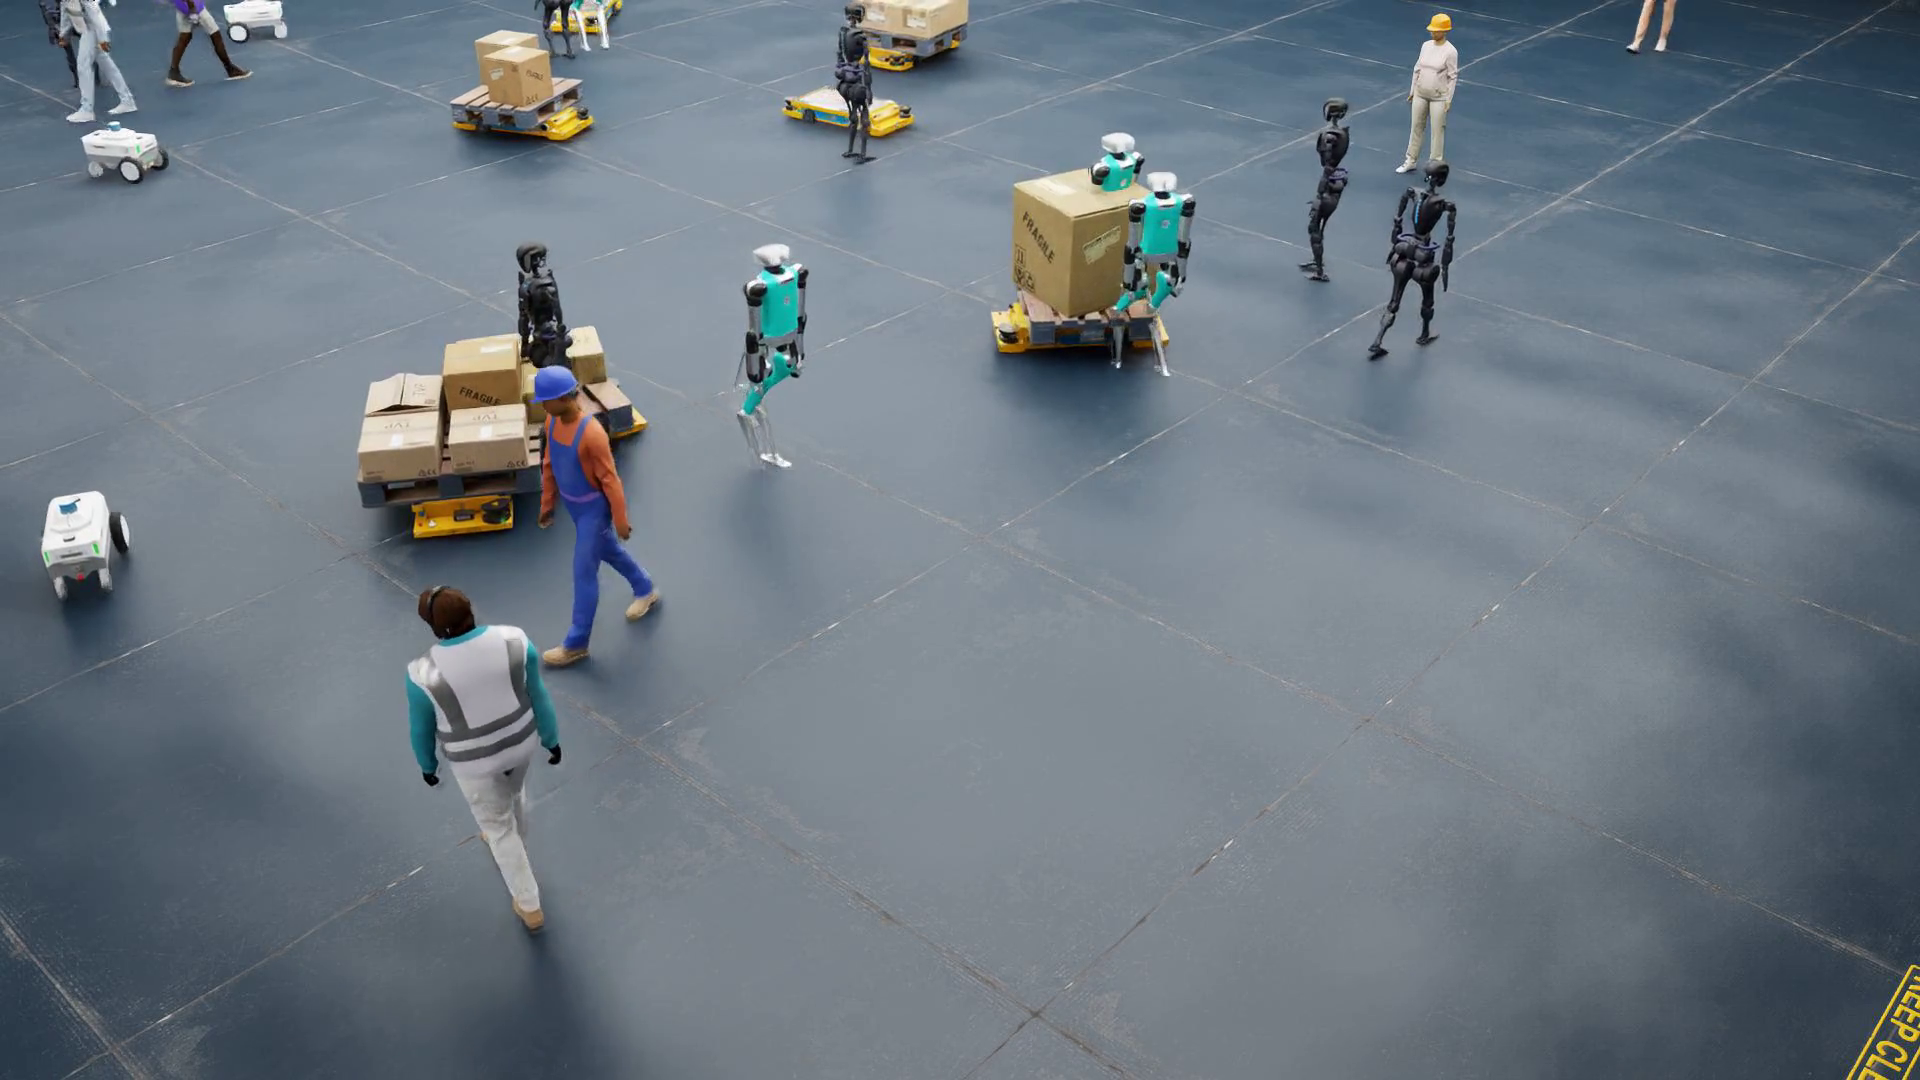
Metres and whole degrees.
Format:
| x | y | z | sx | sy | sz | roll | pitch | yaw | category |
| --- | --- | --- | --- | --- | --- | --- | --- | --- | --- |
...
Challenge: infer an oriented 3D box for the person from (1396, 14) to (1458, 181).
| x | y | z | sx | sy | sz | roll | pitch | yaw | category |
| --- | --- | --- | --- | --- | --- | --- | --- | --- | --- |
| 4.867 | -4.575 | 17.167 | 0.322 | 1.695 | 0.484 | -27 | 41 | -36 | person |

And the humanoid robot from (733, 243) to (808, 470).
| x | y | z | sx | sy | sz | roll | pitch | yaw | category |
| --- | --- | --- | --- | --- | --- | --- | --- | --- | --- |
| -1.426 | -1.261 | 11.874 | 0.679 | 1.873 | 0.530 | 24 | 39 | 34 | humanoid robot |

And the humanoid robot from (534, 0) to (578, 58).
| x | y | z | sx | sy | sz | roll | pitch | yaw | category |
| --- | --- | --- | --- | --- | --- | --- | --- | --- | --- |
| -5.081 | -6.896 | 20.915 | 0.325 | 1.650 | 0.601 | 26 | 40 | 35 | humanoid robot |

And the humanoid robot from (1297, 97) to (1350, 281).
| x | y | z | sx | sy | sz | roll | pitch | yaw | category |
| --- | --- | --- | --- | --- | --- | --- | --- | --- | --- |
| 3.222 | -3.127 | 14.860 | 0.424 | 1.650 | 0.612 | 11 | 34 | 17 | humanoid robot |

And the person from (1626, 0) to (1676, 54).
| x | y | z | sx | sy | sz | roll | pitch | yaw | category |
| --- | --- | --- | --- | --- | --- | --- | --- | --- | --- |
| 8.905 | -7.079 | 21.069 | 0.566 | 1.836 | 0.863 | 23 | 38 | 32 | person |

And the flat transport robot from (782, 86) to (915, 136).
| x | y | z | sx | sy | sz | roll | pitch | yaw | category |
| --- | --- | --- | --- | --- | --- | --- | --- | --- | --- |
| -1.288 | -4.919 | 19.075 | 1.431 | 0.231 | 0.659 | 20 | 37 | 29 | flat transport robot |

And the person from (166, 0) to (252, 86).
| x | y | z | sx | sy | sz | roll | pitch | yaw | category |
| --- | --- | --- | --- | --- | --- | --- | --- | --- | --- |
| -9.251 | -6.431 | 19.948 | 0.984 | 1.920 | 0.612 | -25 | 39 | -34 | person |

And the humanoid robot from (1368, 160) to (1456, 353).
| x | y | z | sx | sy | sz | roll | pitch | yaw | category |
| --- | --- | --- | --- | --- | --- | --- | --- | --- | --- |
| 3.724 | -2.304 | 13.591 | 0.785 | 1.646 | 0.608 | -26 | 40 | -35 | humanoid robot |

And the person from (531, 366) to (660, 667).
| x | y | z | sx | sy | sz | roll | pitch | yaw | category |
| --- | --- | --- | --- | --- | --- | --- | --- | --- | --- |
| -2.223 | -0.208 | 10.007 | 0.946 | 1.850 | 0.543 | -27 | 41 | -36 | person |

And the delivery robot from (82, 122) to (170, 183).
| x | y | z | sx | sy | sz | roll | pitch | yaw | category |
| --- | --- | --- | --- | --- | --- | --- | --- | --- | --- |
| -8.766 | -4.072 | 17.458 | 0.791 | 0.614 | 0.499 | 7 | 33 | 11 | delivery robot |

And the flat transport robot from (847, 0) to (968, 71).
| x | y | z | sx | sy | sz | roll | pitch | yaw | category |
| --- | --- | --- | --- | --- | --- | --- | --- | --- | --- |
| -0.649 | -6.292 | 21.286 | 0.659 | 0.231 | 1.431 | 18 | 36 | 26 | flat transport robot |

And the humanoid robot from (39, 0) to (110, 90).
| x | y | z | sx | sy | sz | roll | pitch | yaw | category |
| --- | --- | --- | --- | --- | --- | --- | --- | --- | --- |
| -10.601 | -6.175 | 19.767 | 0.403 | 1.642 | 0.600 | 20 | 37 | 28 | humanoid robot |

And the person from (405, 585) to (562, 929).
| x | y | z | sx | sy | sz | roll | pitch | yaw | category |
| --- | --- | --- | --- | --- | --- | --- | --- | --- | --- |
| -2.308 | 1.008 | 8.085 | 0.648 | 1.794 | 0.899 | -24 | 39 | -34 | person |

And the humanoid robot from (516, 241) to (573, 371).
| x | y | z | sx | sy | sz | roll | pitch | yaw | category |
| --- | --- | --- | --- | --- | --- | --- | --- | --- | --- |
| -3.002 | -1.379 | 12.030 | 0.325 | 1.649 | 0.611 | -26 | 40 | -35 | humanoid robot |

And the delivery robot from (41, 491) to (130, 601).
| x | y | z | sx | sy | sz | roll | pitch | yaw | category |
| --- | --- | --- | --- | --- | --- | --- | --- | --- | --- |
| -5.772 | -0.008 | 10.892 | 0.499 | 0.590 | 0.793 | -11 | 34 | -18 | delivery robot |

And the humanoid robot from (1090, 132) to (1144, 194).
| x | y | z | sx | sy | sz | roll | pitch | yaw | category |
| --- | --- | --- | --- | --- | --- | --- | --- | --- | --- |
| 1.075 | -2.611 | 13.974 | 0.534 | 1.764 | 0.836 | -24 | 39 | -33 | humanoid robot |

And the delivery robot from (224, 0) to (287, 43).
| x | y | z | sx | sy | sz | roll | pitch | yaw | category |
| --- | --- | --- | --- | --- | --- | --- | --- | --- | --- |
| -9.354 | -6.902 | 22.015 | 0.817 | 0.613 | 0.499 | -11 | 33 | -17 | delivery robot |

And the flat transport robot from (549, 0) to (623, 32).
| x | y | z | sx | sy | sz | roll | pitch | yaw | category |
| --- | --- | --- | --- | --- | --- | --- | --- | --- | --- |
| -5.127 | -7.239 | 22.810 | 0.659 | 0.231 | 1.431 | 2 | 32 | 3 | flat transport robot |

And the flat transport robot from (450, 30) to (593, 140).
| x | y | z | sx | sy | sz | roll | pitch | yaw | category |
| --- | --- | --- | --- | --- | --- | --- | --- | --- | --- |
| -4.957 | -4.784 | 18.858 | 1.431 | 0.231 | 0.659 | 10 | 33 | 15 | flat transport robot |

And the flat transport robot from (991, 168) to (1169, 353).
| x | y | z | sx | sy | sz | roll | pitch | yaw | category |
| --- | --- | --- | --- | --- | --- | --- | --- | --- | --- |
| 1.006 | -1.839 | 14.115 | 1.431 | 0.231 | 0.659 | -3 | 32 | -4 | flat transport robot |

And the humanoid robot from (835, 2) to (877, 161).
| x | y | z | sx | sy | sz | roll | pitch | yaw | category |
| --- | --- | --- | --- | --- | --- | --- | --- | --- | --- |
| -1.127 | -4.877 | 17.676 | 0.321 | 1.654 | 0.613 | -21 | 38 | -30 | humanoid robot |

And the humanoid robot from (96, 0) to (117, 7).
| x | y | z | sx | sy | sz | roll | pitch | yaw | category |
| --- | --- | --- | --- | --- | --- | --- | --- | --- | --- |
| -12.175 | -8.355 | 23.220 | 0.542 | 1.798 | 0.701 | -17 | 36 | -26 | humanoid robot |

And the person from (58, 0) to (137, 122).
| x | y | z | sx | sy | sz | roll | pitch | yaw | category |
| --- | --- | --- | --- | --- | --- | --- | --- | --- | --- |
| -9.980 | -5.702 | 18.810 | 0.913 | 1.877 | 0.598 | -24 | 39 | -33 | person |

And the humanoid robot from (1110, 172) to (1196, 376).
| x | y | z | sx | sy | sz | roll | pitch | yaw | category |
| --- | --- | --- | --- | --- | --- | --- | --- | --- | --- |
| 1.481 | -2.133 | 13.228 | 0.534 | 1.800 | 0.786 | -7 | 33 | -12 | humanoid robot |

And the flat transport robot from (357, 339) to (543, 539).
| x | y | z | sx | sy | sz | roll | pitch | yaw | category |
| --- | --- | --- | --- | --- | --- | --- | --- | --- | --- |
| -3.584 | -0.463 | 11.900 | 0.659 | 0.231 | 1.431 | -6 | 32 | -10 | flat transport robot |

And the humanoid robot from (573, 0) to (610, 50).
| x | y | z | sx | sy | sz | roll | pitch | yaw | category |
| --- | --- | --- | --- | --- | --- | --- | --- | --- | --- |
| -4.742 | -7.160 | 21.281 | 0.530 | 1.765 | 0.728 | -13 | 34 | -20 | humanoid robot |

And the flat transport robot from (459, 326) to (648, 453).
| x | y | z | sx | sy | sz | roll | pitch | yaw | category |
| --- | --- | --- | --- | --- | --- | --- | --- | --- | --- |
| -3.157 | -0.863 | 12.543 | 1.431 | 0.231 | 0.659 | -18 | 36 | -27 | flat transport robot |
